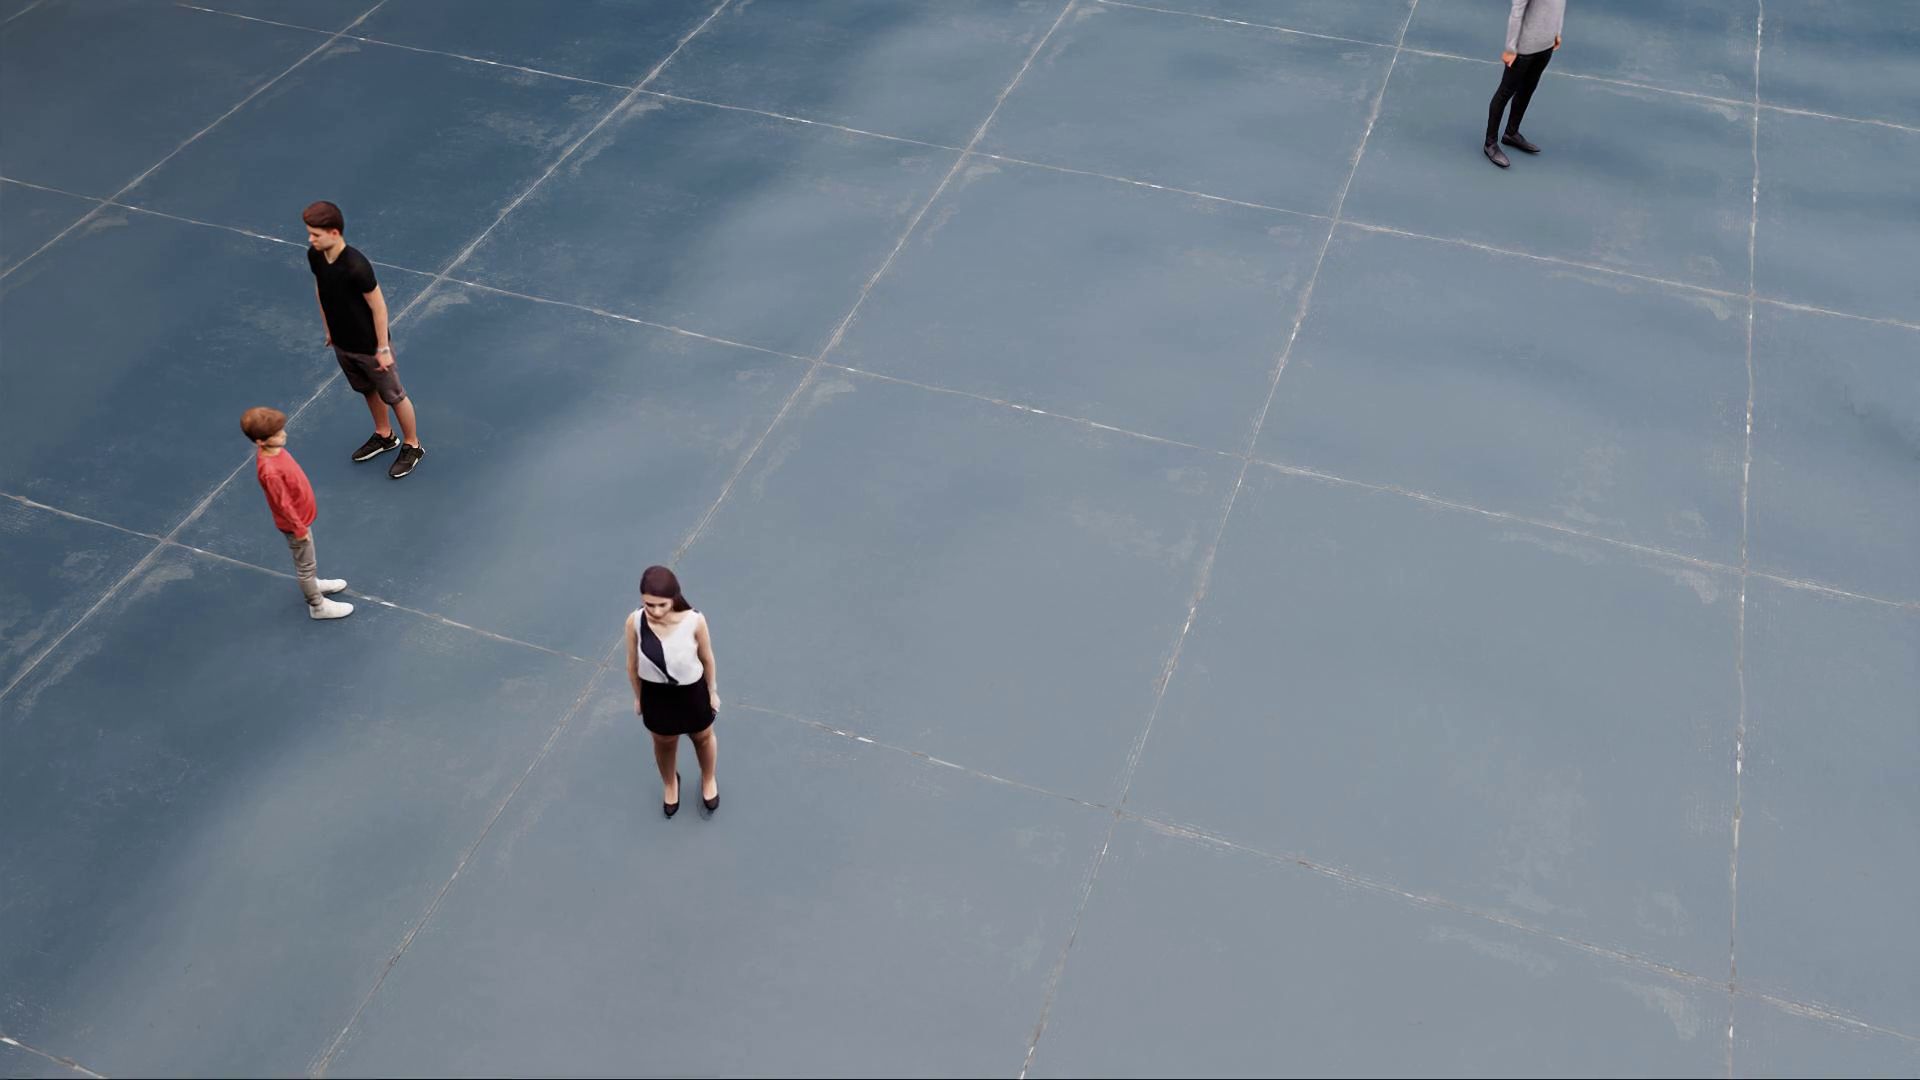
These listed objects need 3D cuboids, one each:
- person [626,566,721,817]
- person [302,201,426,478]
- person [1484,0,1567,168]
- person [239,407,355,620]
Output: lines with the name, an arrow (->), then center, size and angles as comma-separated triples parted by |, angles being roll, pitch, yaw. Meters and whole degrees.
person -> -1.370, 0.738, 8.073 | 0.580, 1.648, 0.698 | -4, 43, -4
person -> -3.599, -1.223, 10.017 | 0.581, 1.861, 0.794 | 23, 48, 22
person -> 4.396, -3.867, 12.804 | 0.838, 1.923, 0.859 | -24, 48, -24
person -> -3.701, -0.150, 9.194 | 0.636, 1.417, 0.586 | -15, 45, -15
